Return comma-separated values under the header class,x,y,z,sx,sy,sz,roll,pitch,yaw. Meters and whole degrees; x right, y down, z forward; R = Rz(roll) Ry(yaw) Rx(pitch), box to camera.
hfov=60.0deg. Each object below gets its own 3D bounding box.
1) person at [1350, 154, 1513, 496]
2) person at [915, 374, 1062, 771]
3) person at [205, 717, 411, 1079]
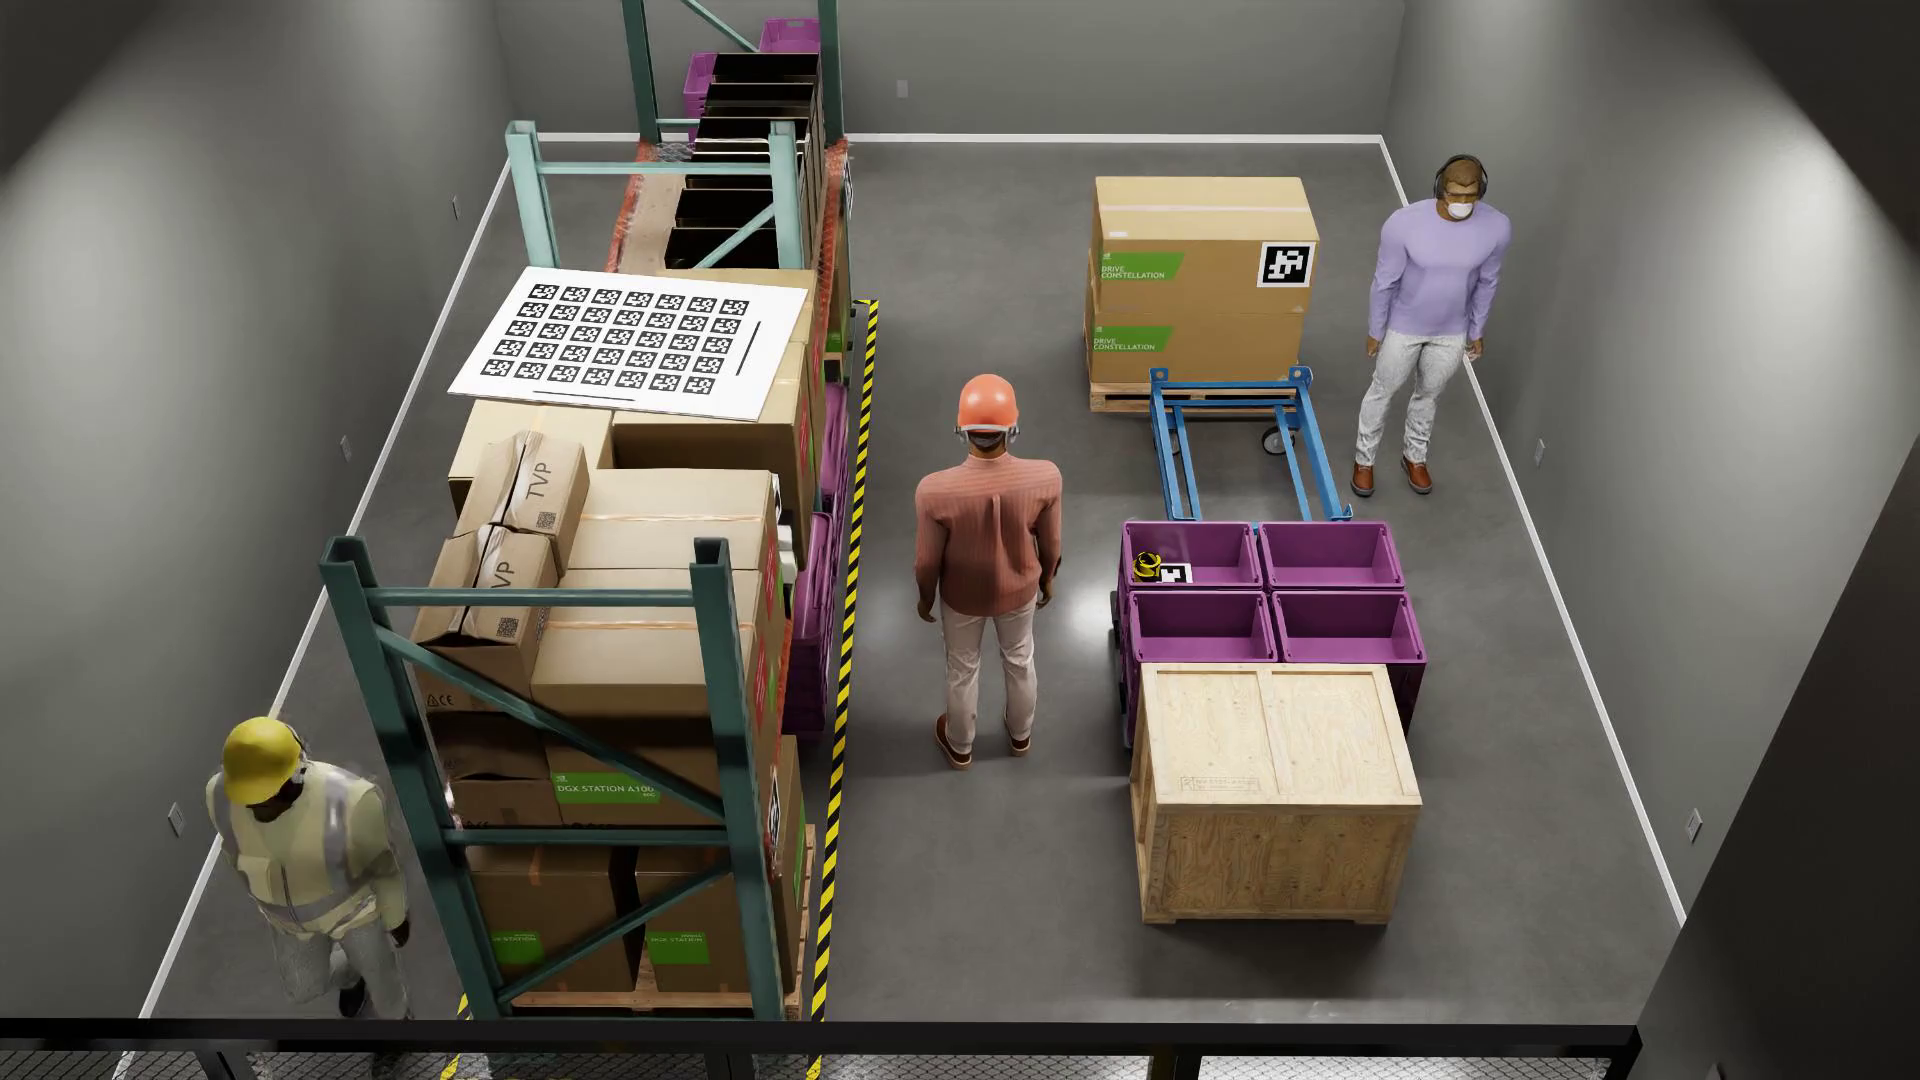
class,x,y,z,sx,sy,sz,roll,pitch,yaw
person,2.339,-1.062,8.324,0.629,1.940,0.376,-1,41,-1
person,0.111,0.172,6.882,0.613,1.986,0.389,-9,42,-11
person,-2.208,1.240,5.785,0.598,1.819,0.424,0,41,0
